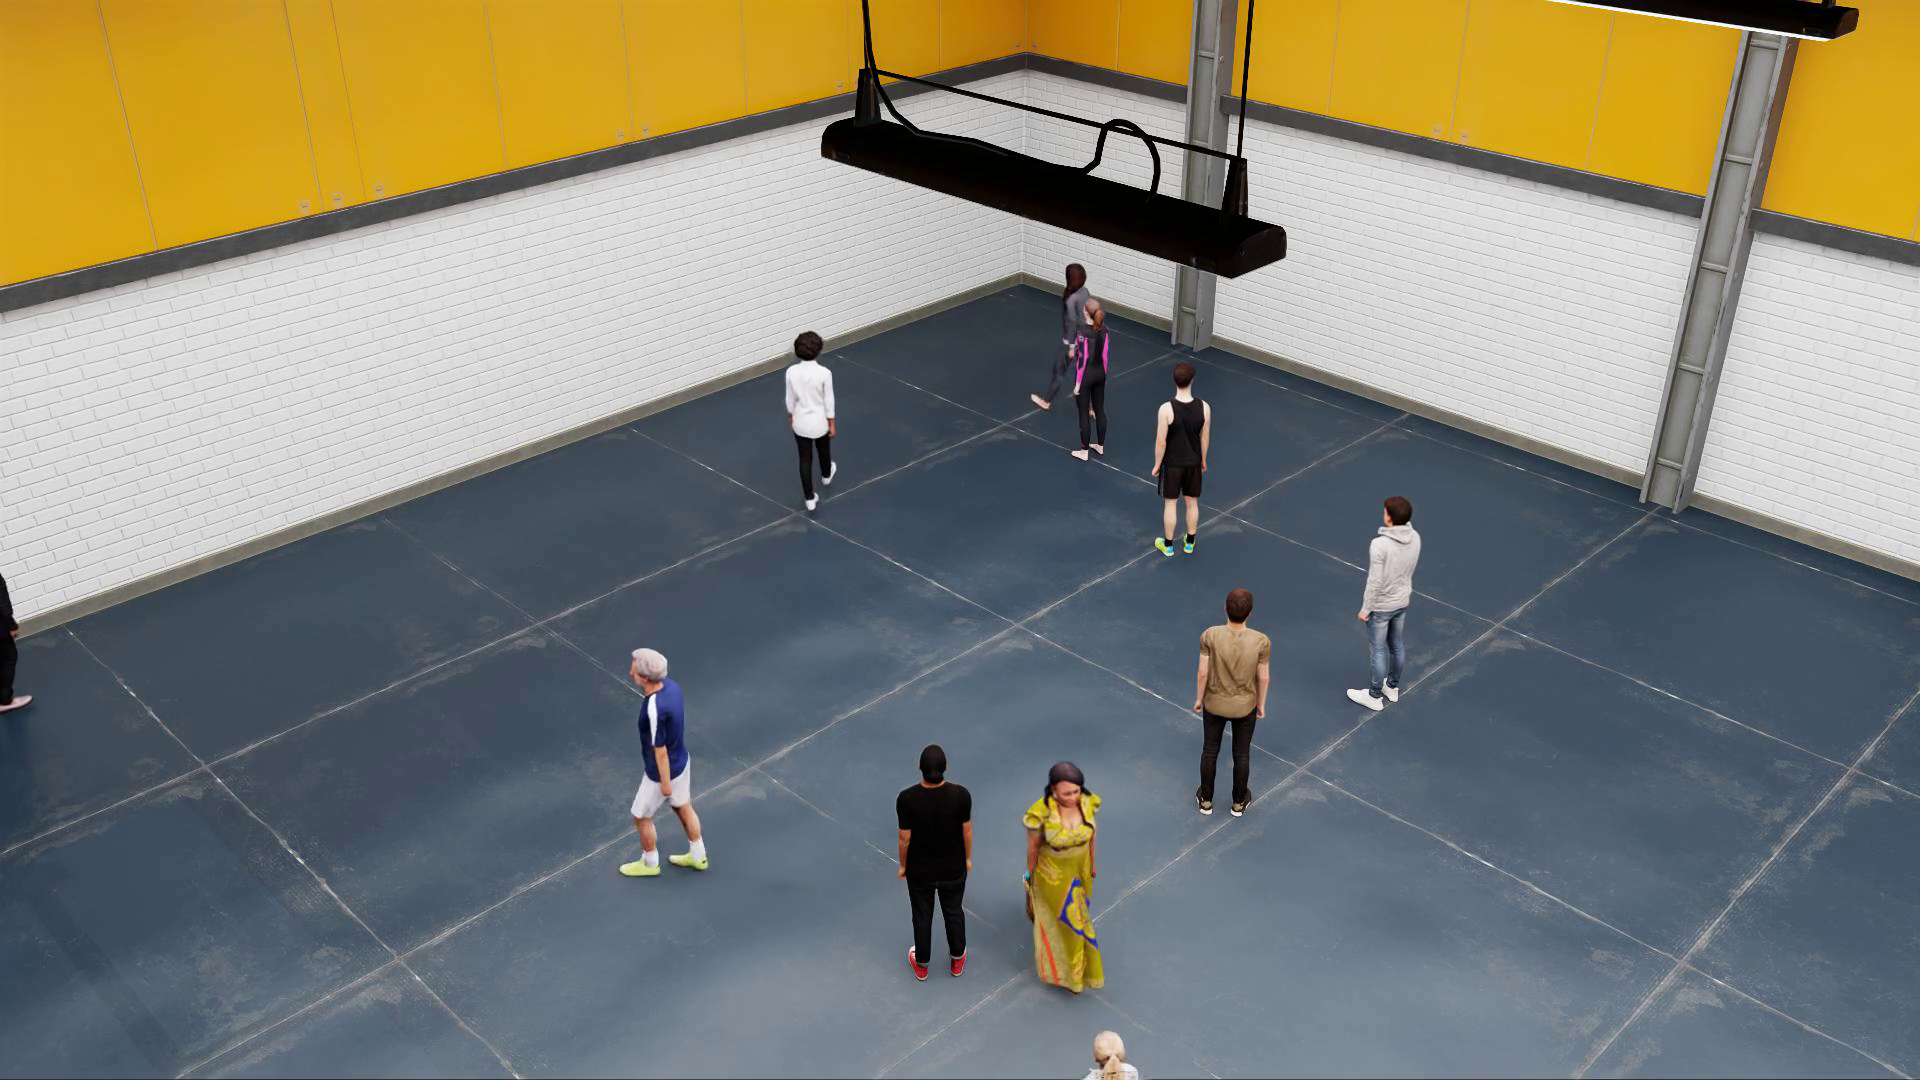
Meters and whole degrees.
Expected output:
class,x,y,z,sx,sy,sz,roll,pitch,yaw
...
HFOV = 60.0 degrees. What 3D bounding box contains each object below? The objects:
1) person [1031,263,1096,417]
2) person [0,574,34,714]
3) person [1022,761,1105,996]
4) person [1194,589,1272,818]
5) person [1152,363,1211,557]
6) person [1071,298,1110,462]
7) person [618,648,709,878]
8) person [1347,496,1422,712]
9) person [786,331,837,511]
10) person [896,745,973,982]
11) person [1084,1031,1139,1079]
class,x,y,z,sx,sy,sz,roll,pitch,yaw
person,1.349,-2.128,18.137,1.114,1.721,0.782,17,33,28
person,-7.774,0.669,13.150,0.857,1.586,0.996,1,29,1
person,0.606,2.051,10.569,0.969,1.631,1.315,-15,32,-26
person,1.942,1.167,11.960,0.704,1.852,0.812,5,29,10
person,2.052,-0.733,15.401,0.770,1.892,0.793,-5,29,-8
person,1.354,-1.679,17.282,0.597,1.751,0.593,-18,34,-30
person,-1.921,1.541,11.312,0.992,1.816,0.925,2,29,3
person,3.400,0.498,13.187,0.700,1.852,0.628,-19,34,-31
person,-1.472,-1.131,16.248,1.069,1.779,1.088,3,29,5
person,-0.152,2.030,10.476,0.728,1.758,0.766,-3,29,-6
person,0.815,3.178,8.887,0.579,1.264,0.627,-13,31,-22
